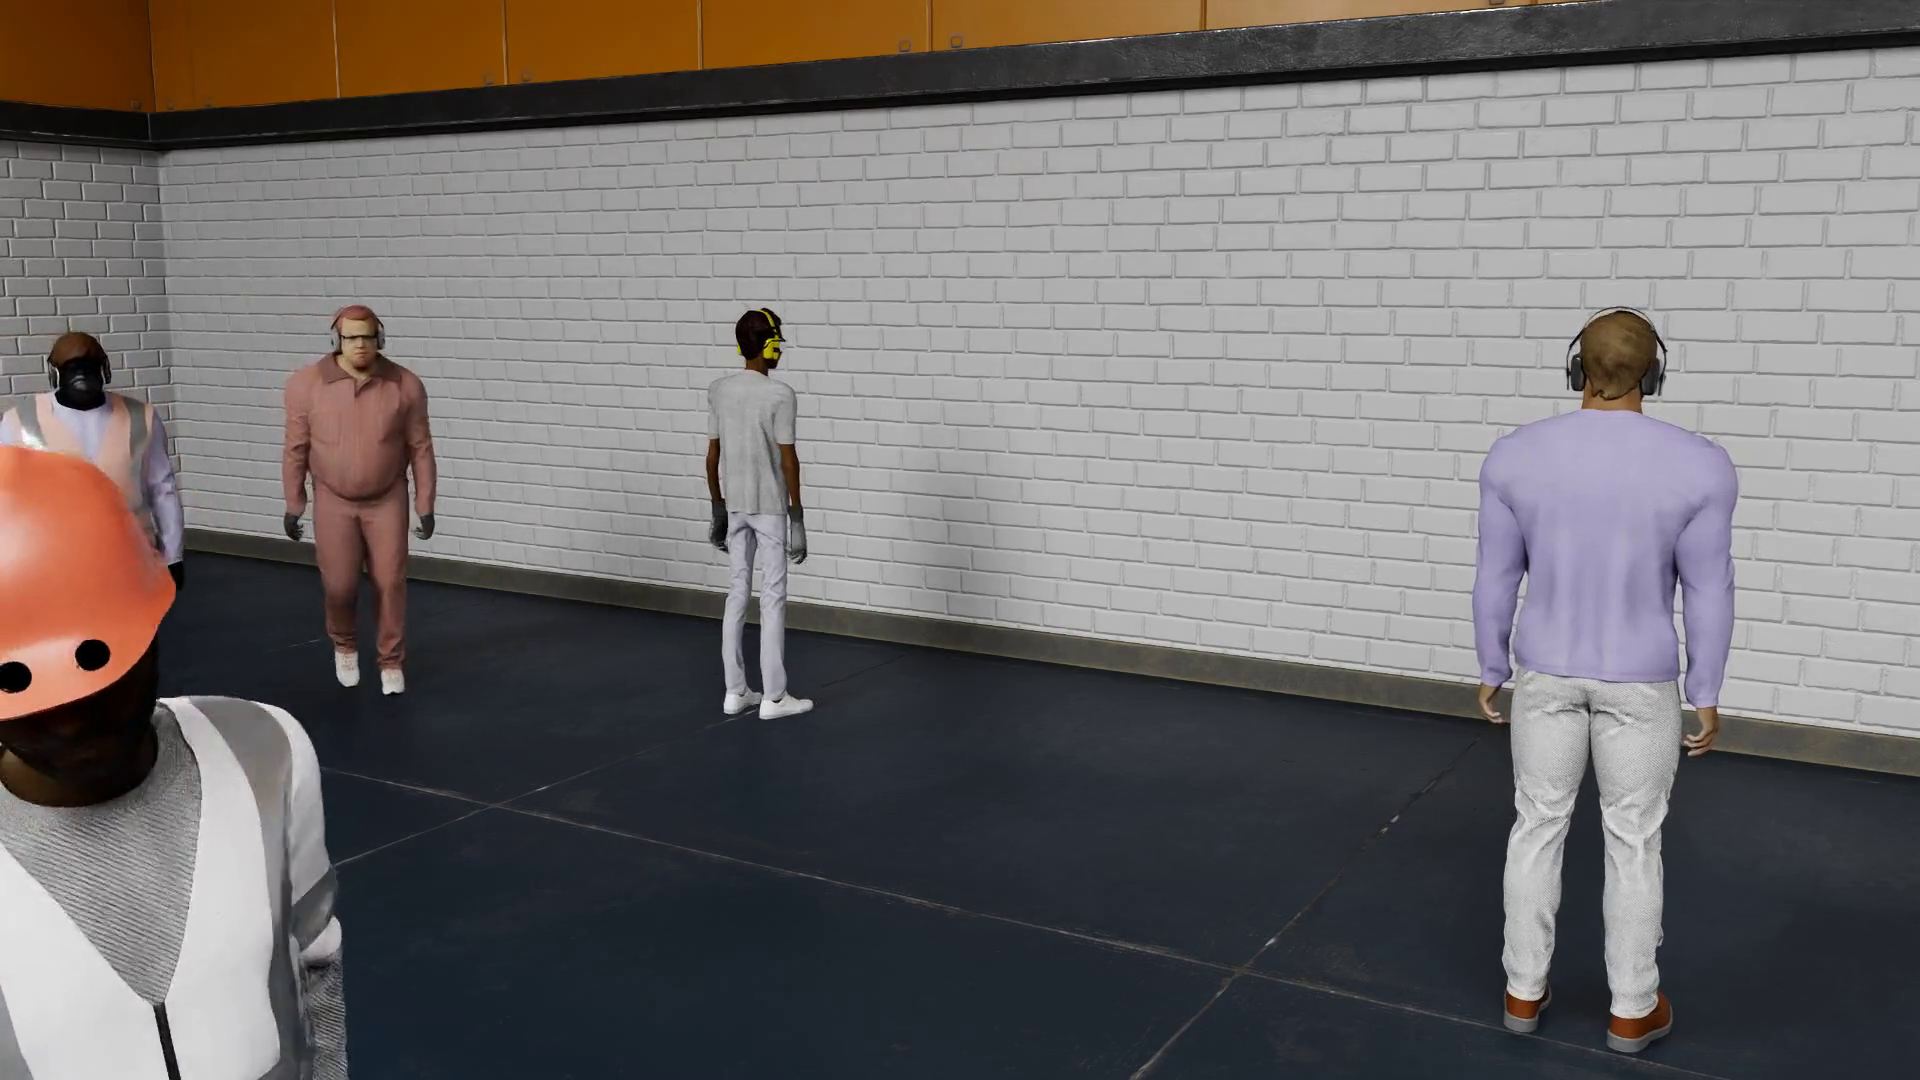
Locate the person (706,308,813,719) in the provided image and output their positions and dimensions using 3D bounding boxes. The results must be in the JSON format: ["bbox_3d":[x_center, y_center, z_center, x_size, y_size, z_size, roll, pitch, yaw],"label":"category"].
[{"bbox_3d":[-0.931,-0.115,7.604,0.565,1.865,0.333,5,11,30],"label":"person"}]

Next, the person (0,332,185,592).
[{"bbox_3d":[-3.514,0.052,6.768,0.639,1.801,0.944,-7,12,-38],"label":"person"}]

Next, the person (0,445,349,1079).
[{"bbox_3d":[-0.890,0.811,1.829,0.839,1.869,0.582,9,13,43],"label":"person"}]

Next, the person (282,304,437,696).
[{"bbox_3d":[-2.848,-0.174,7.910,0.712,1.881,0.428,-4,10,-22],"label":"person"}]

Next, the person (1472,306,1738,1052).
[{"bbox_3d":[1.668,0.365,4.360,0.638,1.937,0.357,5,11,30],"label":"person"}]
